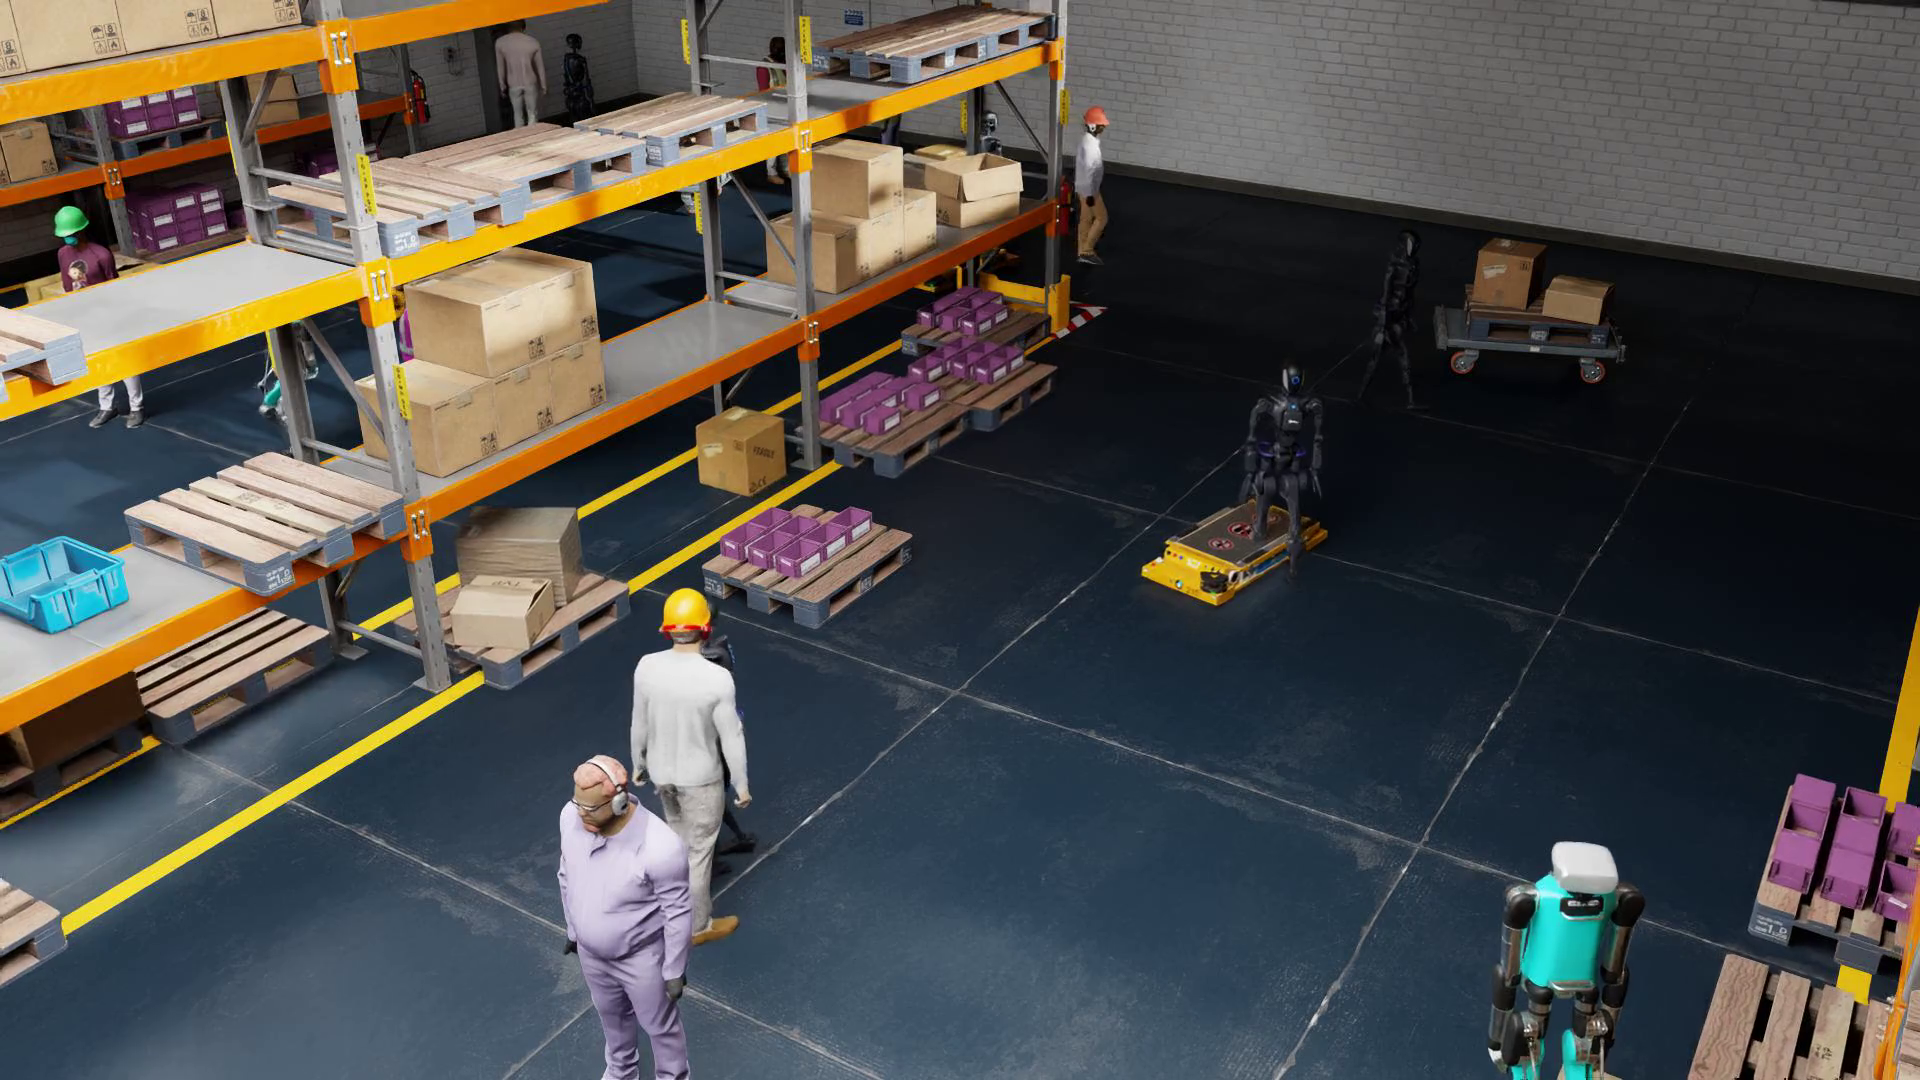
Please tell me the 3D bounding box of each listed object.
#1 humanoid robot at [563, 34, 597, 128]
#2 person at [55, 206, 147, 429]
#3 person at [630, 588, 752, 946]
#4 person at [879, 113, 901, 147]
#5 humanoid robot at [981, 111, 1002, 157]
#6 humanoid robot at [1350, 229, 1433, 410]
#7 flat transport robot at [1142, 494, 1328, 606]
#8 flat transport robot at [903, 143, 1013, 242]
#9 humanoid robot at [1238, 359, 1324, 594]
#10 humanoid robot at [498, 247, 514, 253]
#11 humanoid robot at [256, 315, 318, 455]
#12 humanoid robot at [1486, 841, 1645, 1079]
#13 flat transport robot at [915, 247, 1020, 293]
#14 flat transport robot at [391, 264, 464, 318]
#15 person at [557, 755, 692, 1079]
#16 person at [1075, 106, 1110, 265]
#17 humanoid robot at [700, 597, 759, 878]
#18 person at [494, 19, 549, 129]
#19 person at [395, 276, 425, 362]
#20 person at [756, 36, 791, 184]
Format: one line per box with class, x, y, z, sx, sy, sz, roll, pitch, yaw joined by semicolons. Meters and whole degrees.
humanoid robot;-5.130;-5.951;22.352;0.315;1.657;0.599;-24;36;-39
person;-7.281;-1.883;14.062;0.490;1.942;0.437;3;27;7
person;-1.333;1.118;8.247;0.629;1.865;0.589;9;28;16
person;-0.901;-5.336;21.203;0.287;1.632;0.504;10;29;19
humanoid robot;0.259;-3.871;18.280;0.394;1.641;0.588;-19;33;-33
humanoid robot;3.793;-1.875;14.359;0.708;1.631;0.616;21;34;36
flat transport robot;2.017;0.053;12.093;0.659;0.231;1.431;23;35;37
flat transport robot;-0.134;-3.630;19.350;1.431;0.231;0.659;22;34;36
humanoid robot;2.243;-0.477;11.599;0.600;1.641;0.606;-3;27;-7
humanoid robot;-3.606;-1.397;13.352;0.537;1.822;0.716;10;29;19
humanoid robot;-5.534;-1.442;13.468;0.742;1.818;0.532;-22;34;-36
humanoid robot;2.368;2.071;6.491;0.532;1.792;0.716;-1;27;-2
flat transport robot;-0.042;-2.994;18.097;0.659;0.231;1.431;21;34;36
flat transport robot;-5.410;-2.613;17.346;1.431;0.231;0.659;-20;33;-34
person;-1.425;1.719;7.006;0.651;1.904;0.406;15;30;27
person;1.464;-3.875;18.208;0.413;1.739;0.584;-2;27;-3
humanoid robot;-1.255;1.026;8.613;0.394;1.639;0.593;-9;28;-16
person;-5.891;-6.150;22.482;0.663;1.923;0.459;-3;27;-6
person;-4.209;-1.323;13.061;0.342;1.848;0.513;-3;27;-5
person;-2.324;-5.533;21.377;0.429;1.834;0.643;17;31;29
